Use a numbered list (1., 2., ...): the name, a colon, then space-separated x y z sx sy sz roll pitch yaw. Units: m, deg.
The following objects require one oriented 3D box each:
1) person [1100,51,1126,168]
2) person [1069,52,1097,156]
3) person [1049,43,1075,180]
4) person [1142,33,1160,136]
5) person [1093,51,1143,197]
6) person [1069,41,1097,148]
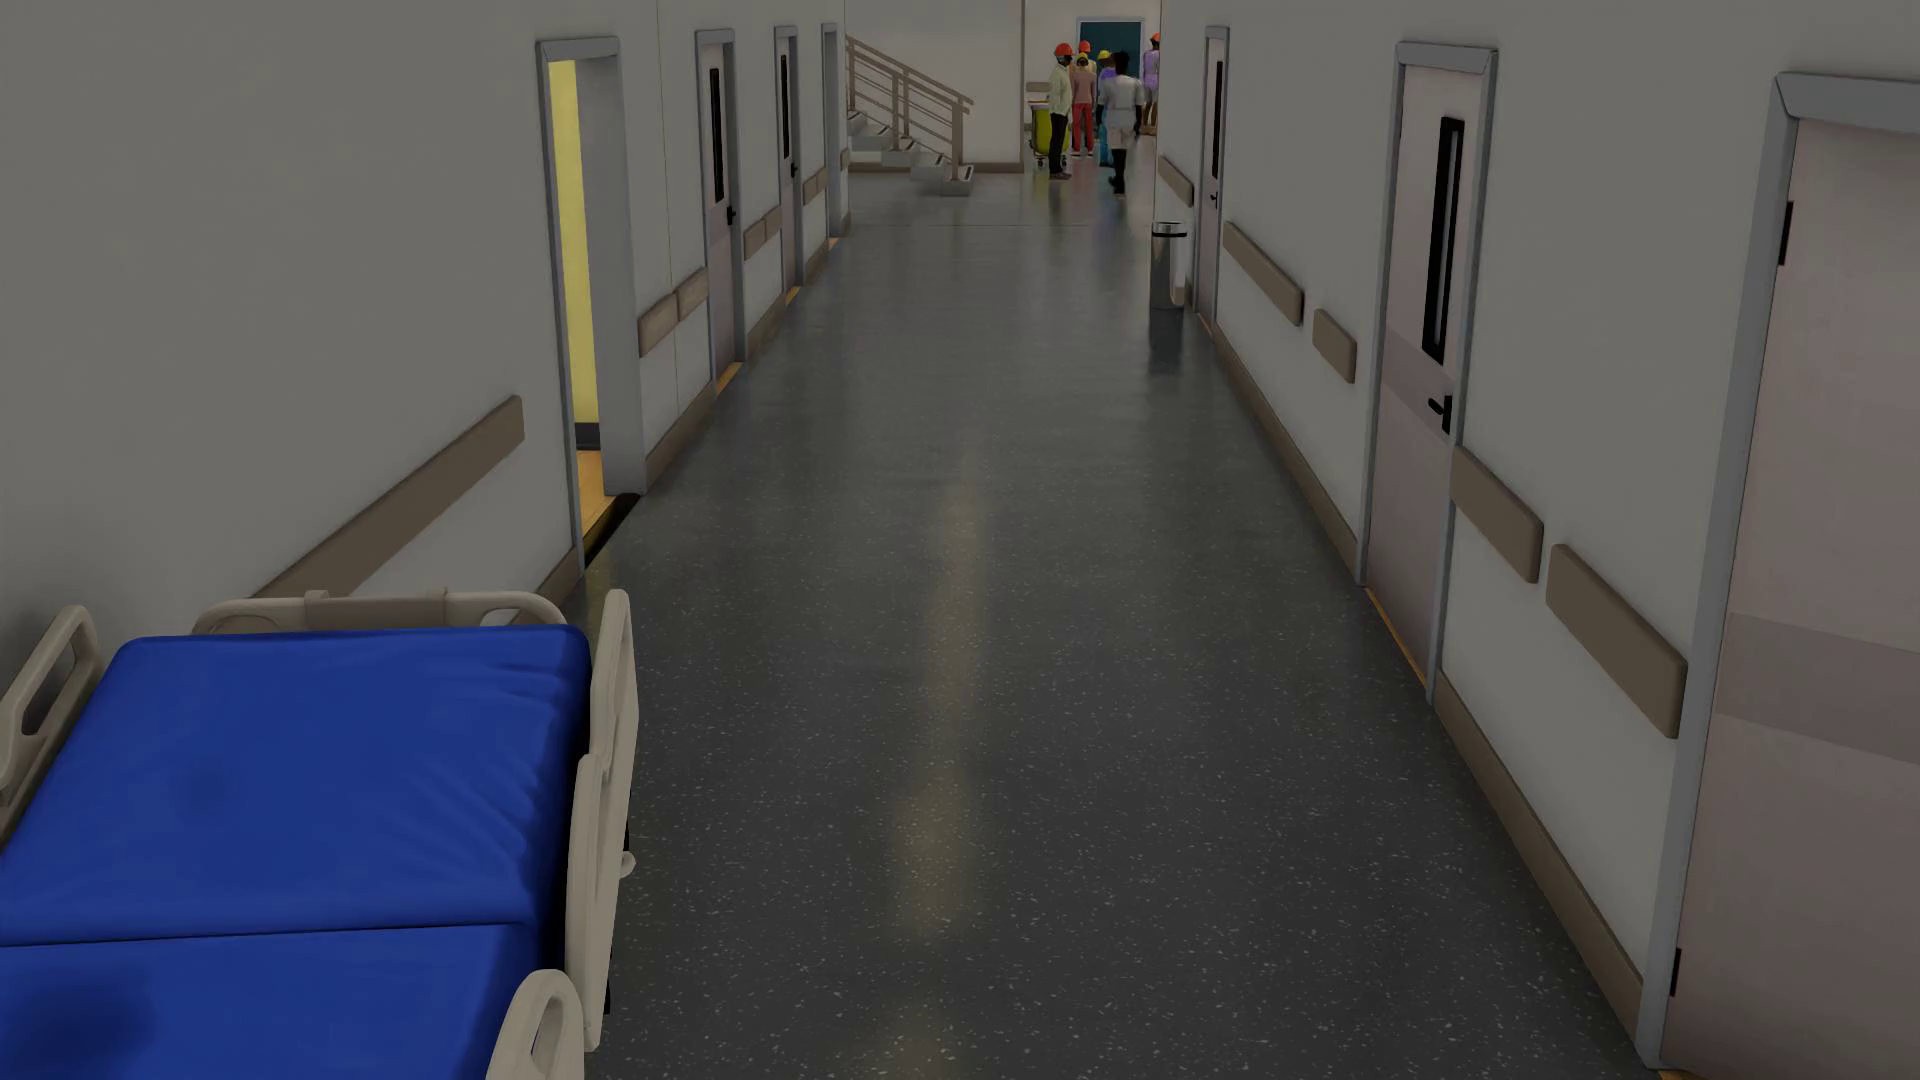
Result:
1. person: 2.463 -6.947 26.864 0.376 1.834 0.565 -10 20 -28
2. person: 2.124 -7.596 29.028 0.533 1.758 0.332 -6 18 -17
3. person: 1.517 -6.411 24.918 0.394 1.992 0.619 4 18 13
4. person: 3.954 -9.235 33.739 0.404 2.030 0.612 -11 21 -31
5. person: 2.150 -5.723 22.877 0.614 1.912 0.999 -6 18 -17
6. person: 2.275 -8.221 30.722 0.540 1.930 0.387 -6 19 -17
